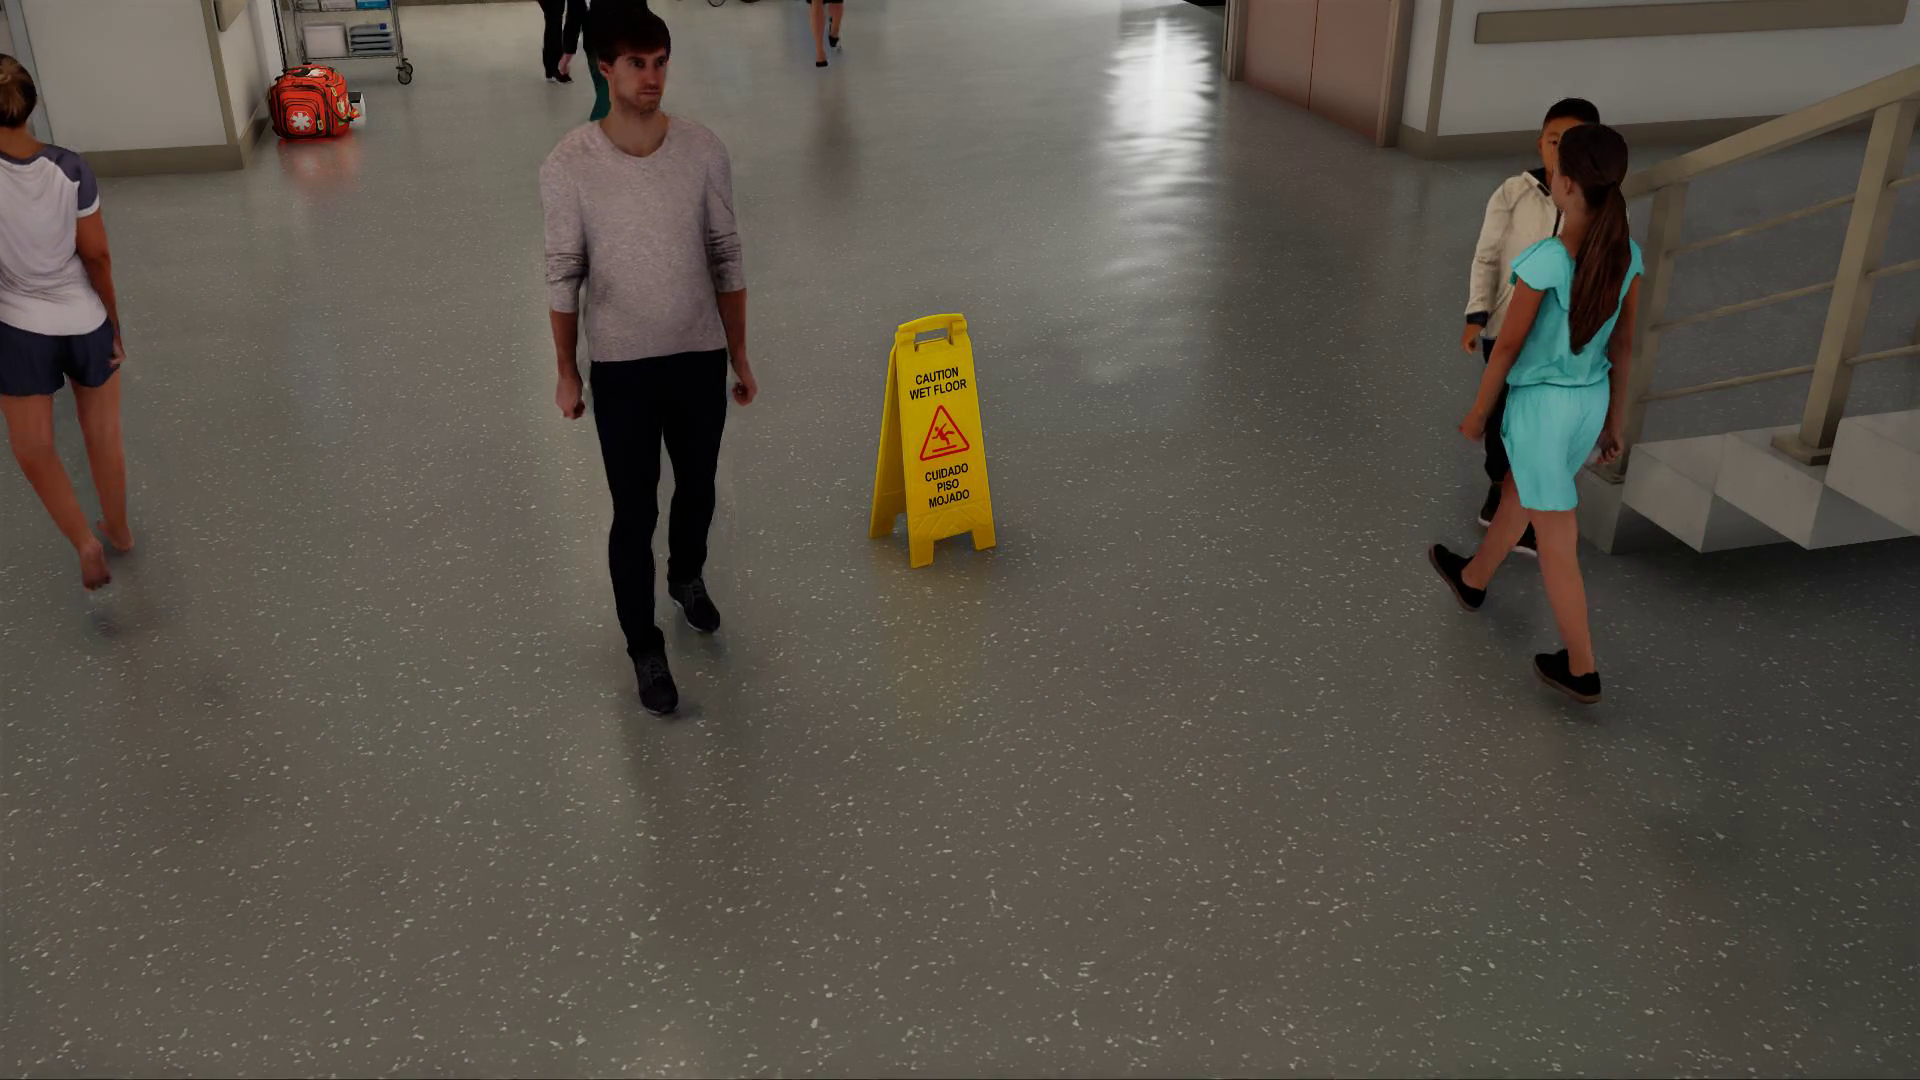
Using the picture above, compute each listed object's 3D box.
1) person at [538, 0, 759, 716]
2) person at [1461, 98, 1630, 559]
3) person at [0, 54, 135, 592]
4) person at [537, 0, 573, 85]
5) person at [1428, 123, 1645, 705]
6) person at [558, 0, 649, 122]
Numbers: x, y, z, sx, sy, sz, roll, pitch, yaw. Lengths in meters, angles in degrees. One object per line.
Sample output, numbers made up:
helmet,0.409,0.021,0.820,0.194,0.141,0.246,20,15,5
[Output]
person,-0.824,-0.508,4.530,0.791,1.834,0.949,-10,28,-20
person,1.861,-0.696,5.380,0.849,1.434,0.938,10,27,20
person,-2.720,-0.608,5.000,0.776,1.606,0.976,-18,31,-33
person,-3.177,-4.349,12.607,0.821,1.738,0.763,22,33,38
person,1.628,-0.294,4.450,0.634,1.519,1.069,-10,28,-20
person,-1.771,-2.479,8.770,1.048,1.701,1.075,16,30,30
